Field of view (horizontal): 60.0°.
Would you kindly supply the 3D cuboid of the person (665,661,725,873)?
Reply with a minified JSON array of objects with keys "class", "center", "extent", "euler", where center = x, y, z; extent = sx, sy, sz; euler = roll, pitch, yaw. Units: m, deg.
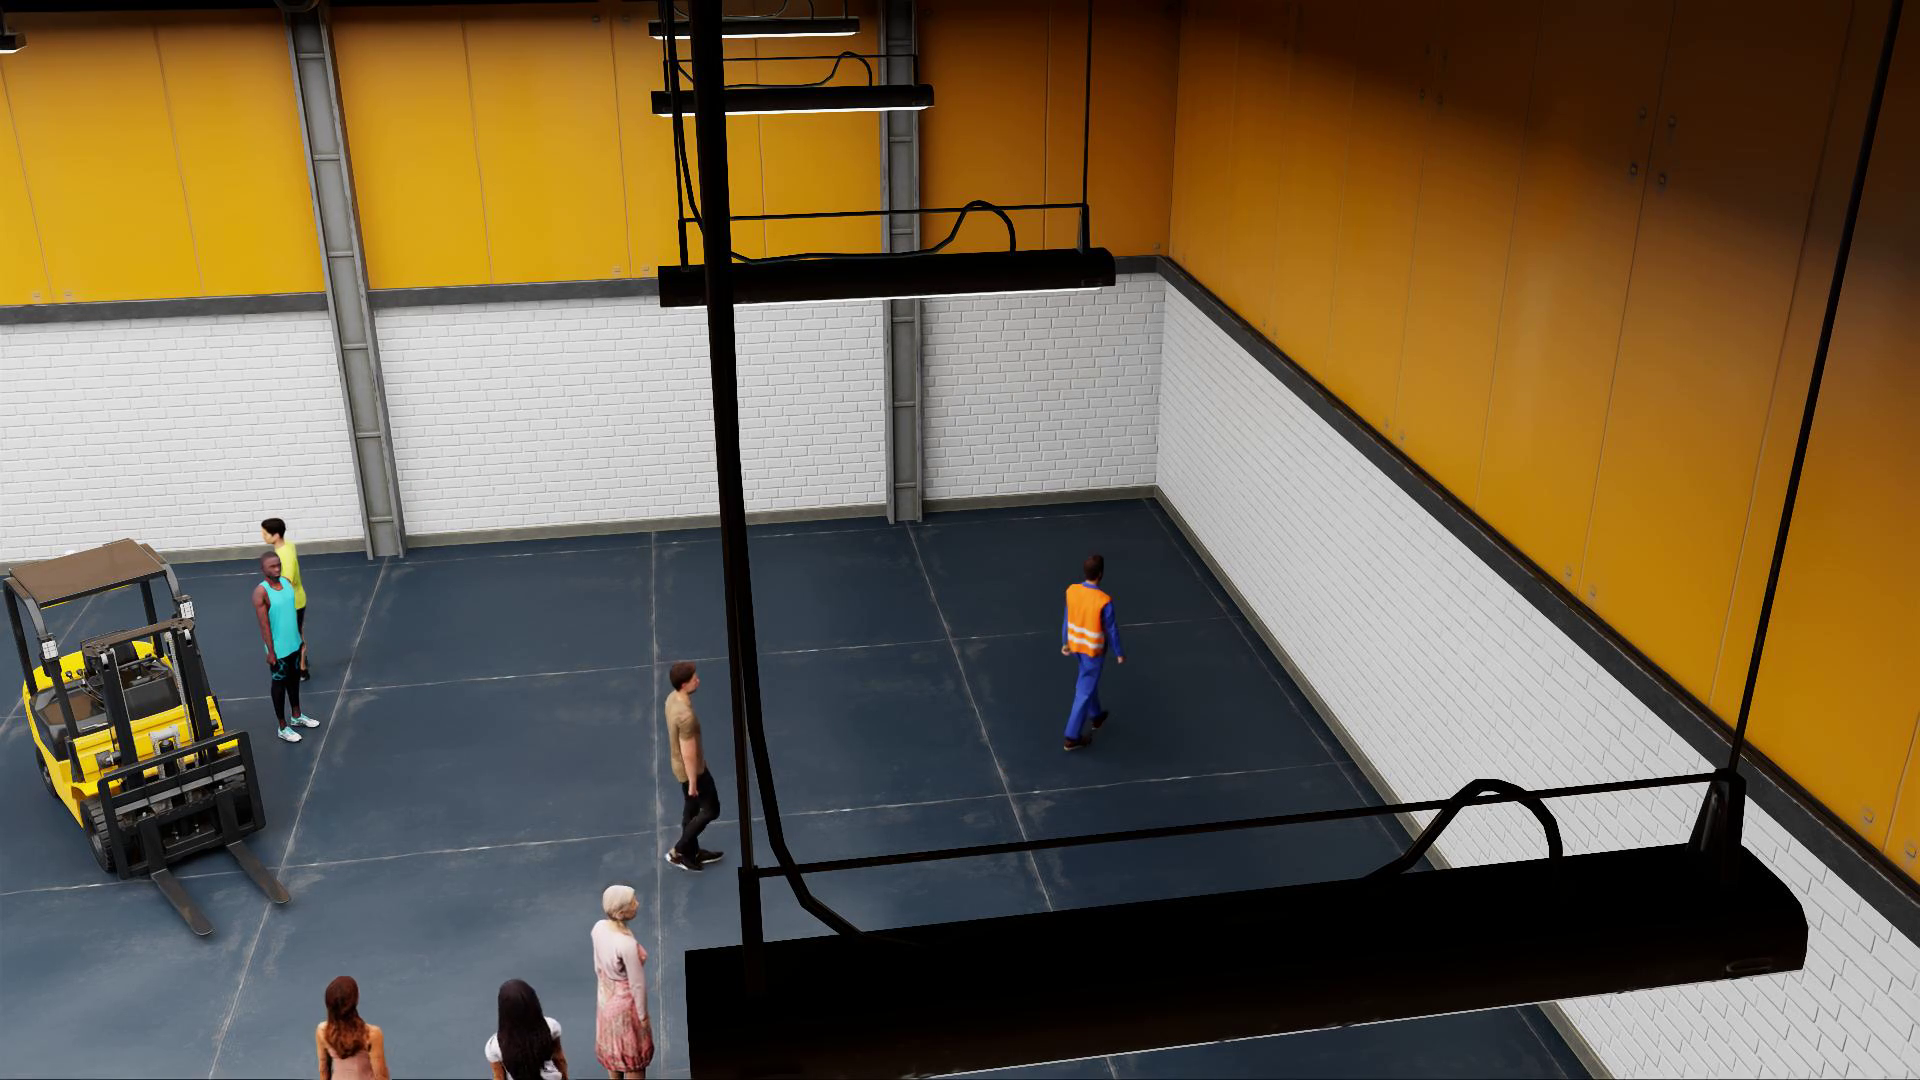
[{"class":"person","center":[-2.197,1.798,13.055],"extent":[0.791,1.841,0.754],"euler":[-9,25,-20]}]

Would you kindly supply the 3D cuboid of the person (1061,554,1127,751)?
[{"class":"person","center":[1.088,1.034,14.805],"extent":[1.091,1.838,0.985],"euler":[-19,30,-37]}]

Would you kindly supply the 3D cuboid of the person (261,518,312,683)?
[{"class":"person","center":[-6.442,0.546,16.090],"extent":[0.696,1.704,0.737],"euler":[-11,26,-23]}]

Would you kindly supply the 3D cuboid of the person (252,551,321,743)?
[{"class":"person","center":[-6.142,0.936,15.065],"extent":[0.663,1.810,0.673],"euler":[7,25,15]}]

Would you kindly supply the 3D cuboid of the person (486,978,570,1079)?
[{"class":"person","center":[-2.429,3.346,9.626],"extent":[1.047,1.750,0.852],"euler":[-12,26,-25]}]

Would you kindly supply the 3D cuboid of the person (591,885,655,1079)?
[{"class":"person","center":[-2.154,2.947,10.609],"extent":[0.696,1.695,0.742],"euler":[20,31,39]}]

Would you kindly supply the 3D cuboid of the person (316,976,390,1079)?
[{"class":"person","center":[-3.499,3.342,9.578],"extent":[1.078,1.795,0.832],"euler":[2,24,4]}]
